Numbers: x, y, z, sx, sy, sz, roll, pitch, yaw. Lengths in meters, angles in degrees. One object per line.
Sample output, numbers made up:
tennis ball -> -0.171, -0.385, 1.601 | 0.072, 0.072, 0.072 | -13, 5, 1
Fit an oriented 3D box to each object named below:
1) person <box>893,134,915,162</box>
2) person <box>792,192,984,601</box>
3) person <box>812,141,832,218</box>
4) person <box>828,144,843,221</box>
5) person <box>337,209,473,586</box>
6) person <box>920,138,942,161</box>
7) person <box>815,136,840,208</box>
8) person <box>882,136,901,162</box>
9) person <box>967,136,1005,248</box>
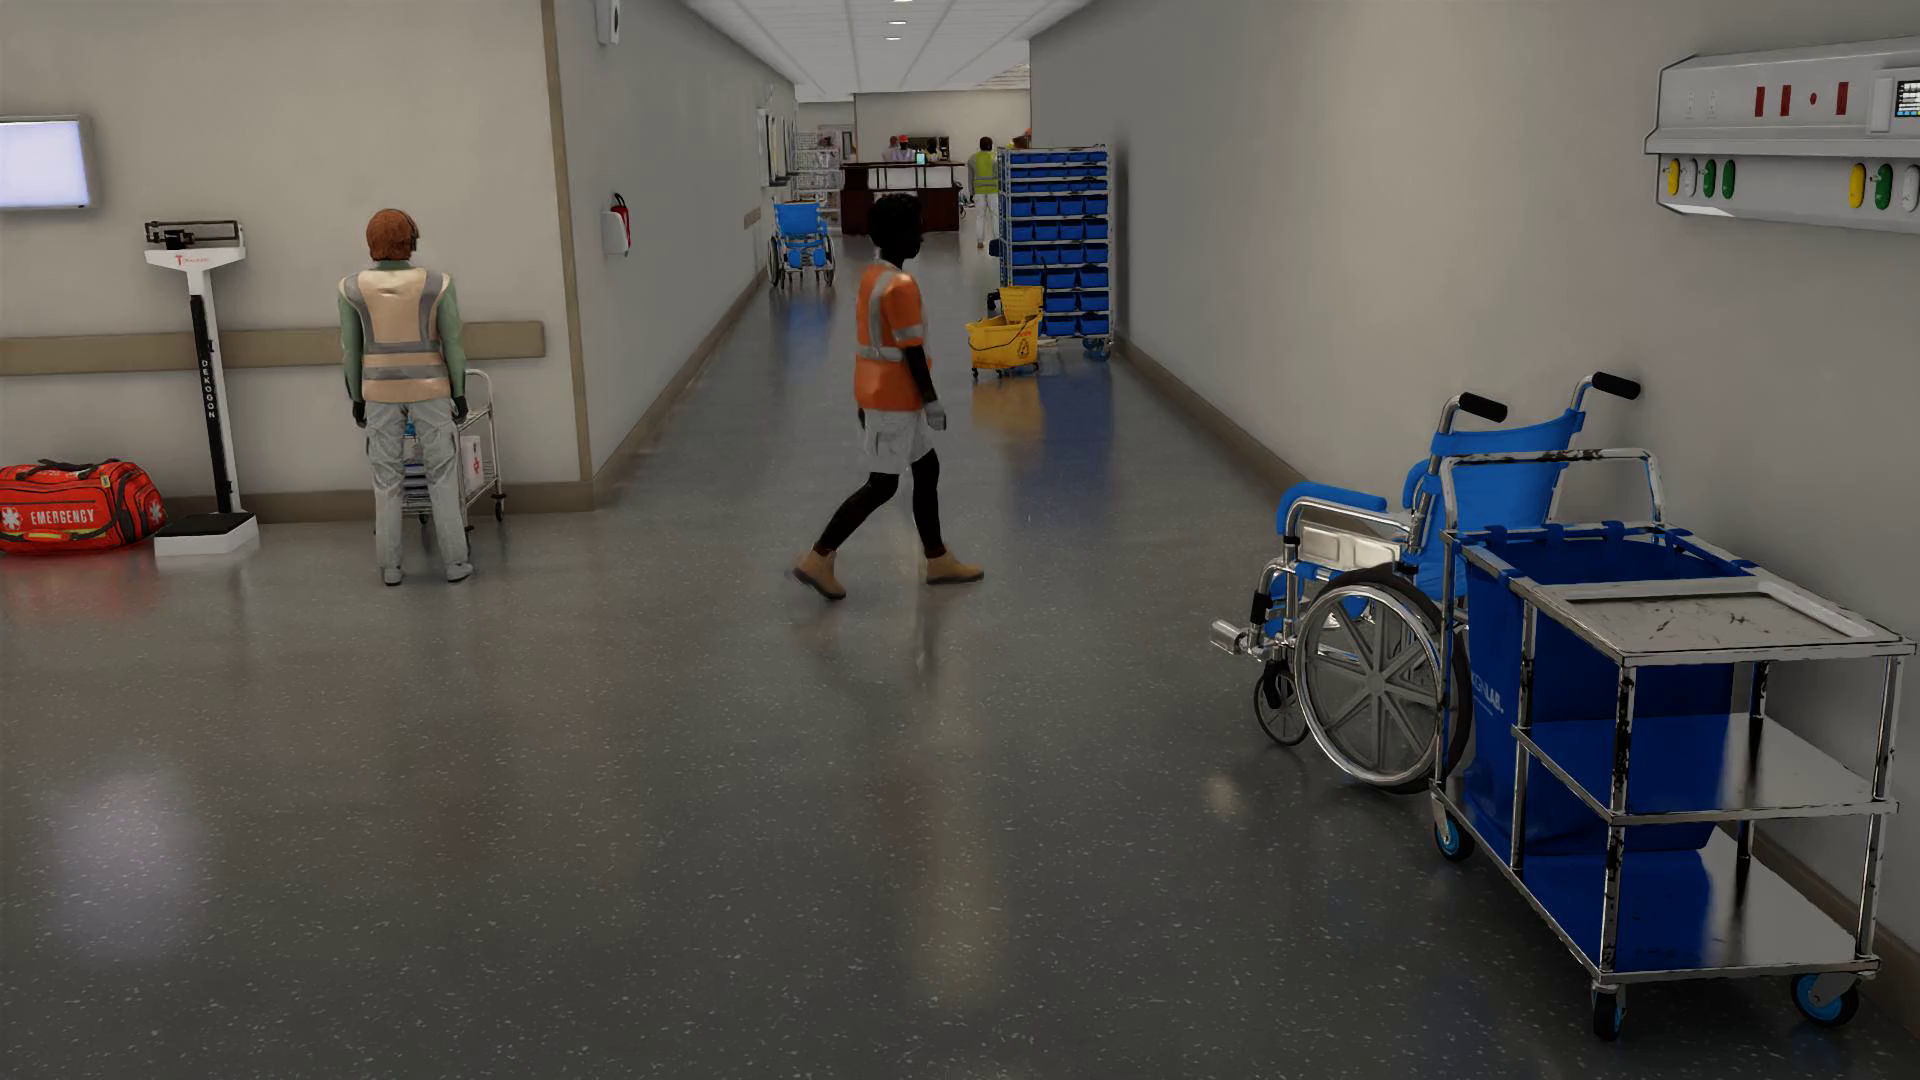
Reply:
person -> -1.356, -8.938, 40.718 | 0.545, 1.931, 0.380 | -2, 14, -1
person -> -0.328, -0.577, 6.779 | 0.794, 1.660, 0.519 | -4, 14, -10
person -> -3.258, -8.770, 40.395 | 0.605, 1.850, 0.808 | -10, 16, -31
person -> -2.855, -8.225, 38.322 | 0.326, 1.752, 0.560 | -5, 14, -13
person -> -2.395, -0.606, 7.218 | 0.518, 1.632, 0.313 | -3, 14, -7
person -> -0.629, -8.204, 37.819 | 0.631, 1.835, 0.429 | -10, 16, -32
person -> -3.532, -9.626, 43.760 | 0.628, 1.935, 0.795 | -12, 17, -37
person -> -1.590, -9.026, 41.161 | 0.636, 1.902, 0.406 | 1, 14, 13
person -> 0.454, -5.809, 27.829 | 0.626, 1.840, 0.430 | 1, 14, 9
